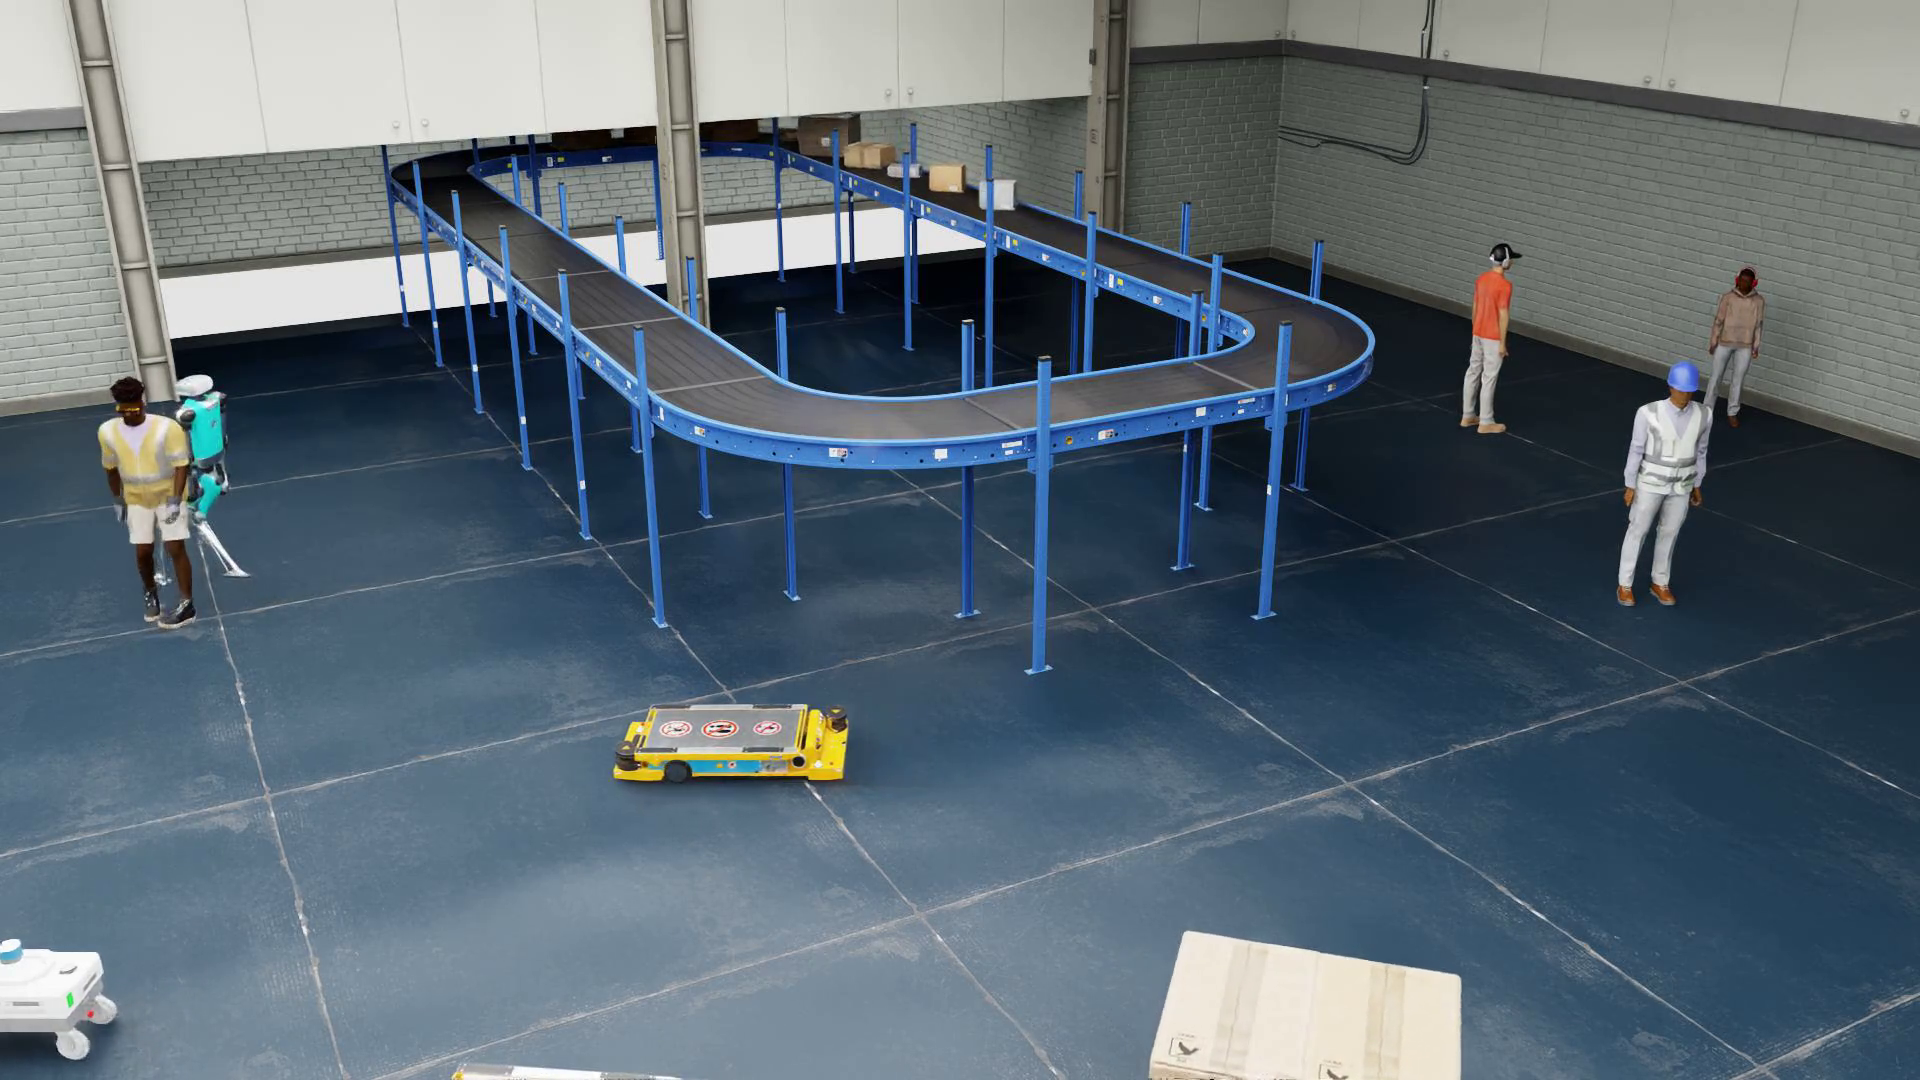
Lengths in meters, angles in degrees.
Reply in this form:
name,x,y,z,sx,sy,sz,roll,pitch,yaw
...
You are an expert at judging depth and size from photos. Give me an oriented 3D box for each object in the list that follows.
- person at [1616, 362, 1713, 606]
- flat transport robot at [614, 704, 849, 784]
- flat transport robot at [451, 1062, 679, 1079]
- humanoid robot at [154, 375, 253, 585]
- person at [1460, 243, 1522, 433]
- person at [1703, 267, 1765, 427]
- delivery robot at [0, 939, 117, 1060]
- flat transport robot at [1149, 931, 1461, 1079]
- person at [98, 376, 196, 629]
name,x,y,z,sx,sy,sz,roll,pitch,yaw
person,5.375,-0.424,12.688,0.614,1.945,0.398,-1,22,-2
flat transport robot,-1.448,1.302,10.657,1.431,0.231,0.659,0,22,0
flat transport robot,-1.758,2.646,7.336,1.431,0.231,0.659,2,22,5
humanoid robot,-6.151,-0.442,13.062,0.946,1.793,0.557,5,23,12
person,5.346,-2.035,16.719,0.413,1.912,0.478,-9,24,-21
person,7.868,-1.969,16.895,0.471,1.650,0.309,7,23,18
delivery robot,-4.555,2.215,8.040,0.814,0.610,0.499,0,22,0
flat transport robot,1.503,2.639,7.352,0.659,0.231,1.431,6,23,15
person,-6.023,-0.286,12.363,0.644,1.936,0.531,-3,22,-7
